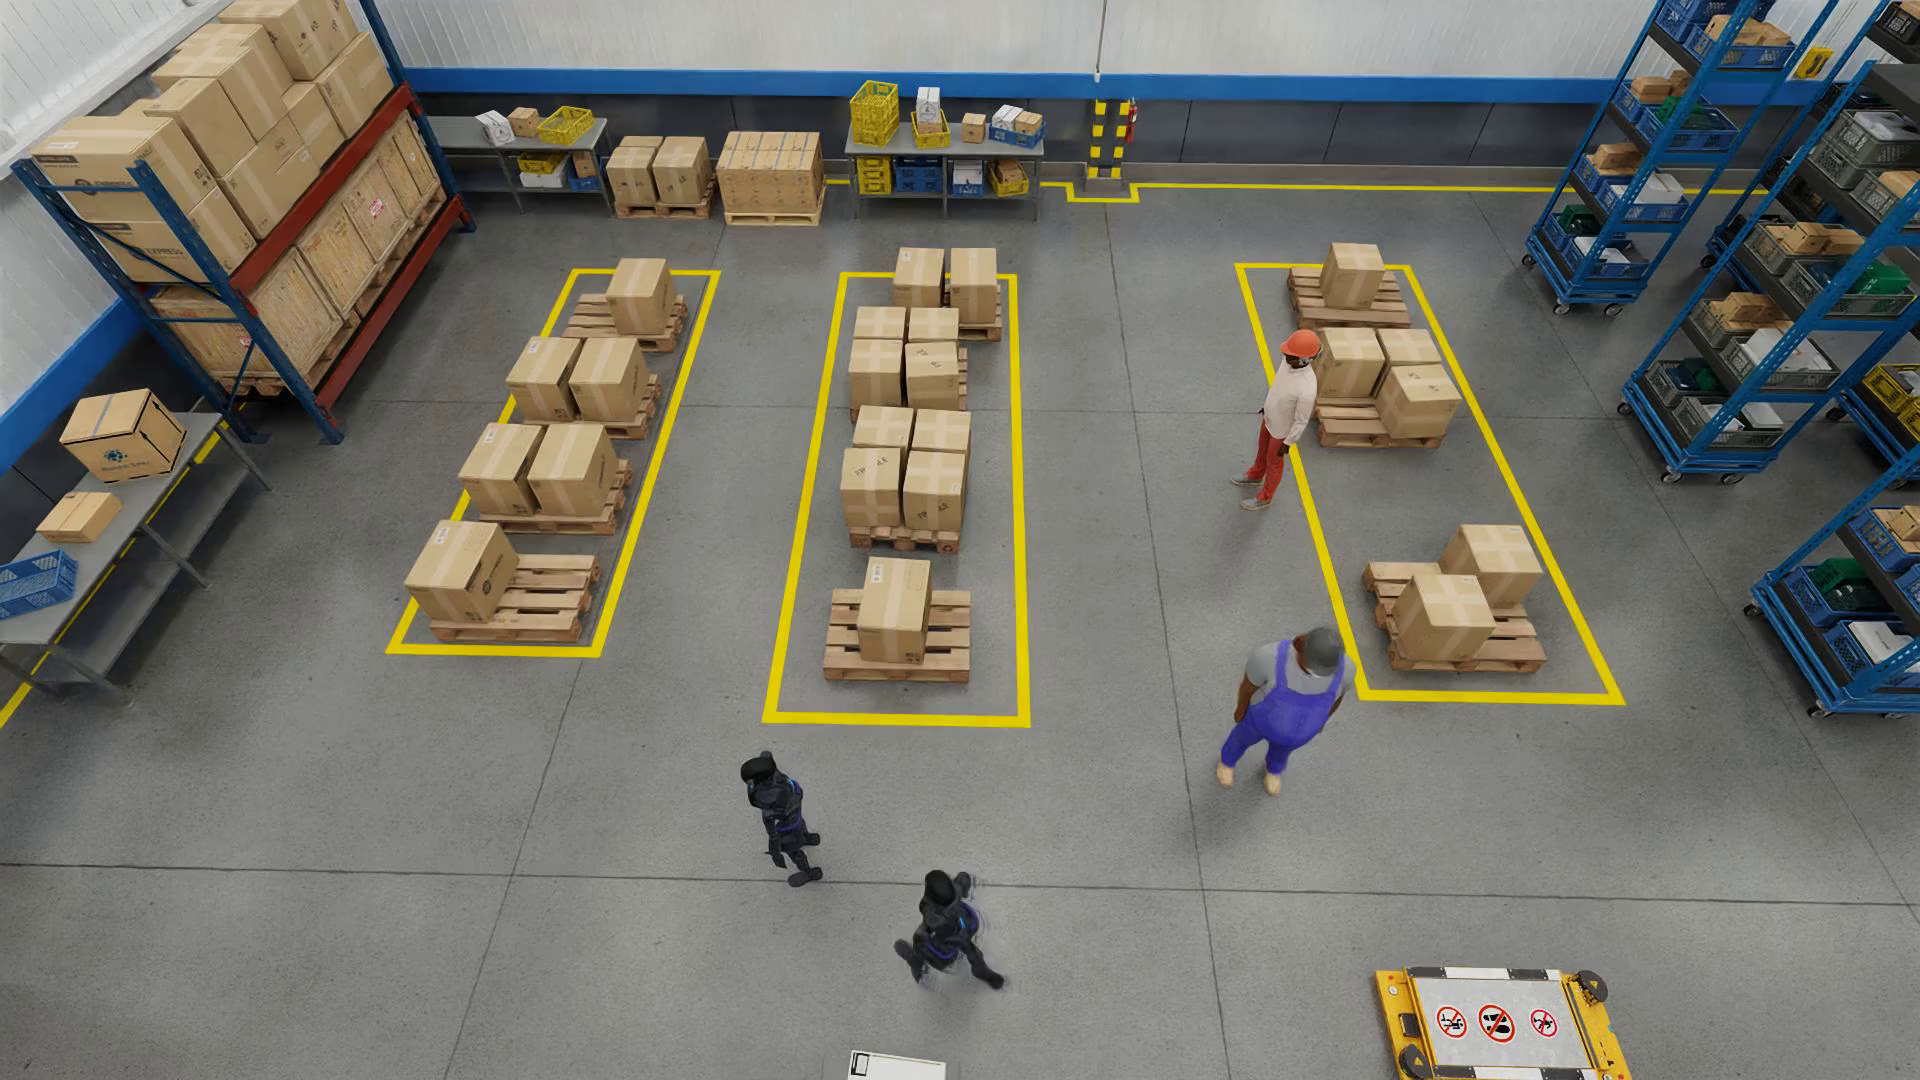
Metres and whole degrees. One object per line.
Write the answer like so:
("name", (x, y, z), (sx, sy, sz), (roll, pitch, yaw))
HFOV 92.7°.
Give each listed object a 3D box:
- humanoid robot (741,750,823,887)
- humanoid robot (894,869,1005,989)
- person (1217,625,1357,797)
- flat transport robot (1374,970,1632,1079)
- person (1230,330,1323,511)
("humanoid robot", (-1.181, 1.835, 6.080), (0.333, 1.651, 0.577), (-7, 51, -6))
("humanoid robot", (-0.071, 2.414, 5.643), (0.740, 1.620, 0.619), (32, 58, 23))
("person", (2.237, 1.215, 6.353), (0.679, 2.000, 0.536), (8, 51, 6))
("flat transport robot", (3.501, 3.133, 5.914), (1.431, 0.197, 0.652), (1, 51, 1))
("person", (2.855, -1.063, 8.240), (0.394, 1.991, 0.621), (-3, 51, -3))
